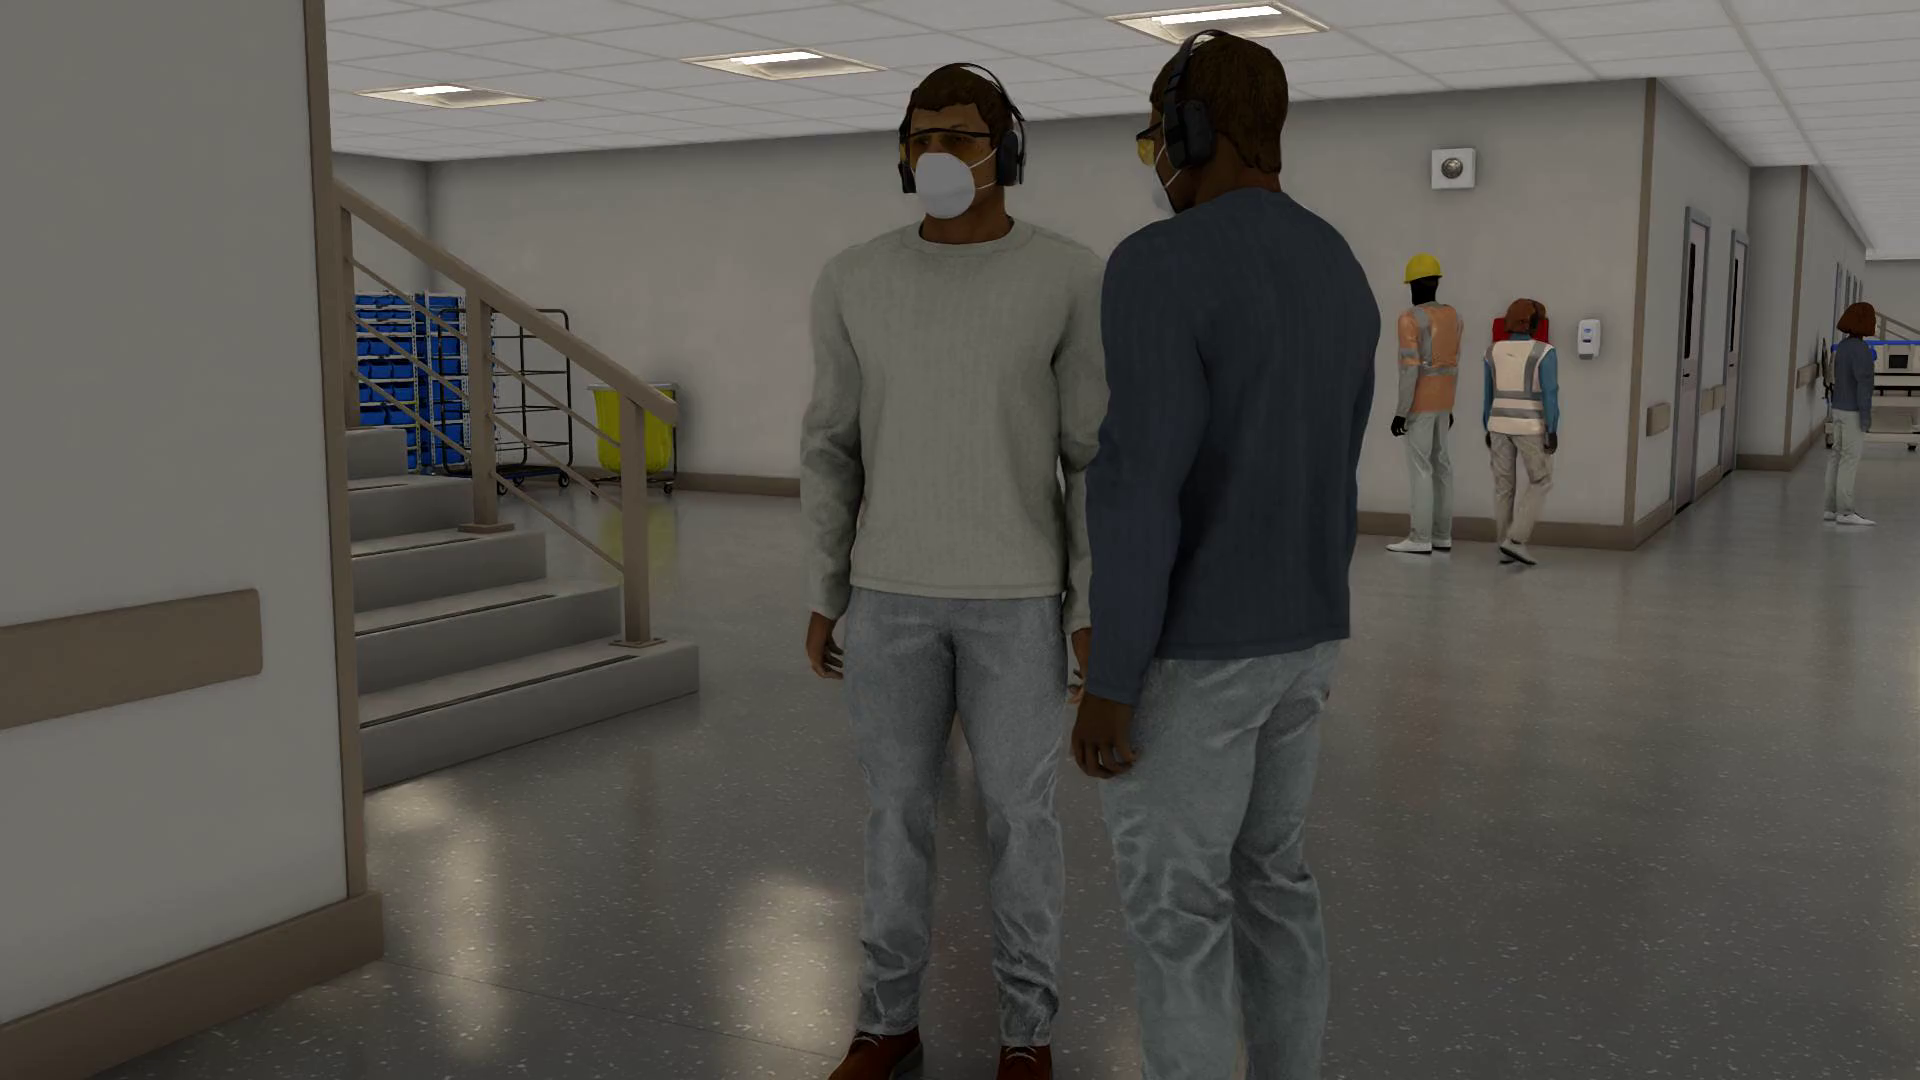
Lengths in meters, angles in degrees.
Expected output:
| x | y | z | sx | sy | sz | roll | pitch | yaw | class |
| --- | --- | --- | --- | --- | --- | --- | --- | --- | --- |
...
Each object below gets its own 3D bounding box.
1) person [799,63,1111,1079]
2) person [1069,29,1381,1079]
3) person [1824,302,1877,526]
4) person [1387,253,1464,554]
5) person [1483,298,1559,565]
| x | y | z | sx | sy | sz | roll | pitch | yaw | class |
| --- | --- | --- | --- | --- | --- | --- | --- | --- | --- |
| 0.000 | 0.111 | 3.093 | 0.632 | 1.940 | 0.372 | 2 | 8 | 14 | person |
| 0.413 | 0.181 | 2.623 | 0.390 | 1.928 | 0.636 | 7 | 10 | 41 | person |
| 6.569 | -0.926 | 12.231 | 0.286 | 1.633 | 0.499 | 1 | 7 | 8 | person |
| 2.979 | -0.871 | 10.699 | 0.591 | 1.923 | 0.382 | -6 | 9 | -39 | person |
| 3.398 | -0.651 | 10.128 | 0.372 | 1.629 | 0.526 | -6 | 9 | -38 | person |
